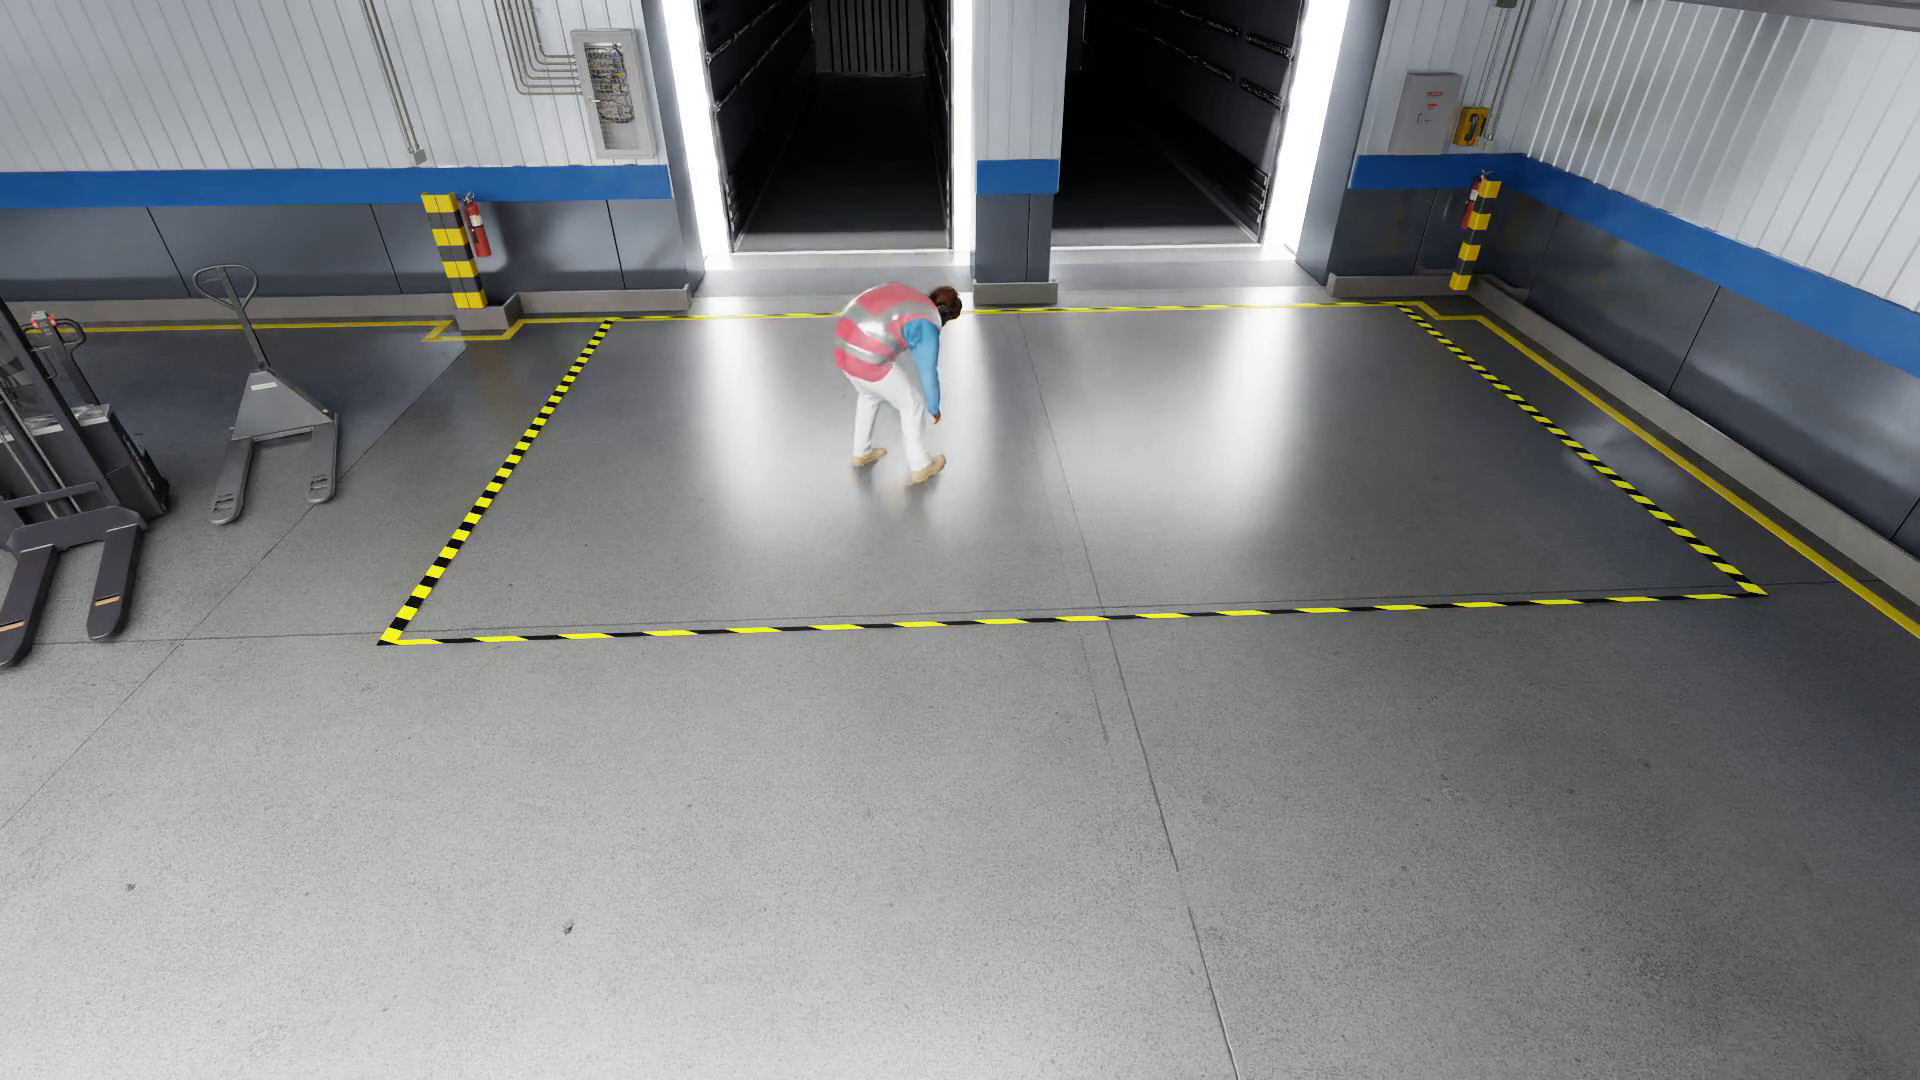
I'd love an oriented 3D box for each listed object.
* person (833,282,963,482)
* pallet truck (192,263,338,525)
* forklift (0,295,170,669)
[{"bbox_3d":[-0.430,-1.085,6.182,0.925,1.292,0.893,-26,42,-32],"label":"person"},{"bbox_3d":[-4.778,-1.027,6.128,0.680,1.201,1.601,-17,38,-23],"label":"pallet truck"},{"bbox_3d":[-5.212,-0.618,4.878,0.823,1.965,1.885,-20,39,-26],"label":"forklift"}]
